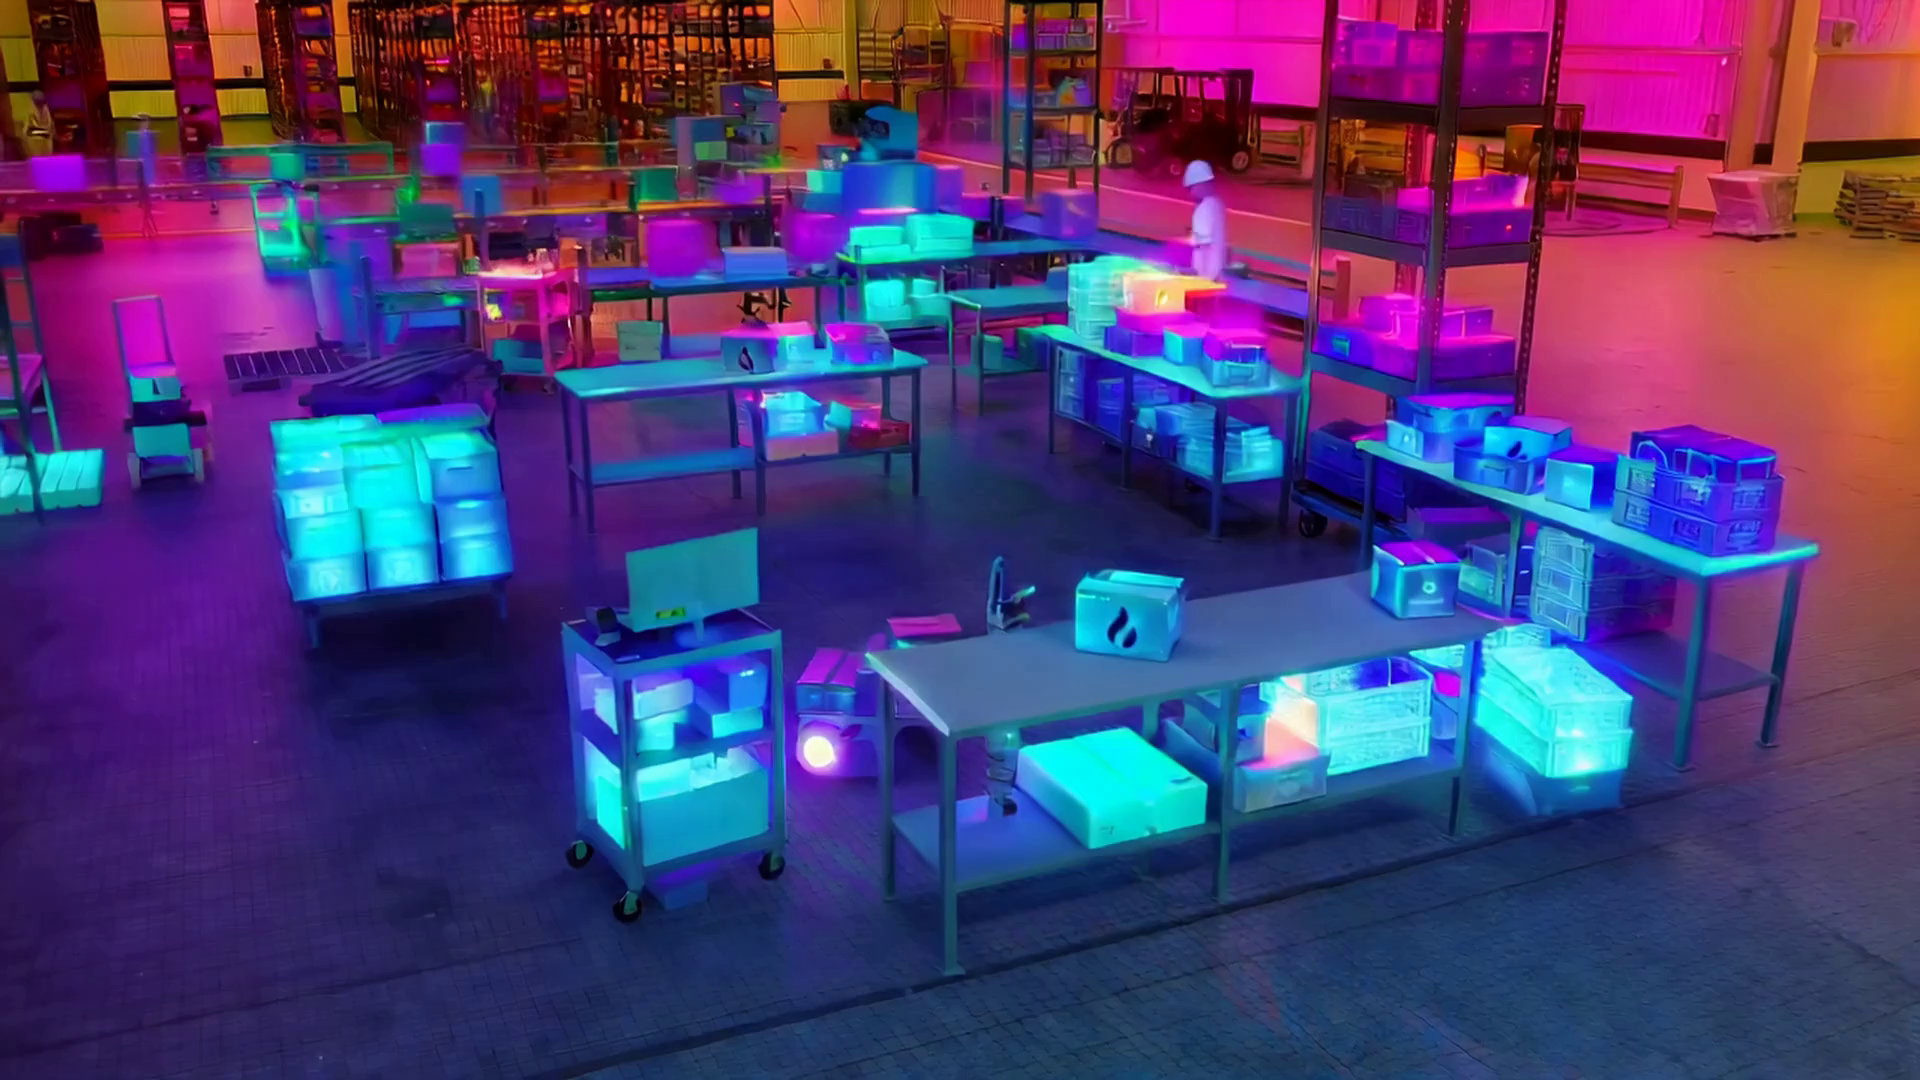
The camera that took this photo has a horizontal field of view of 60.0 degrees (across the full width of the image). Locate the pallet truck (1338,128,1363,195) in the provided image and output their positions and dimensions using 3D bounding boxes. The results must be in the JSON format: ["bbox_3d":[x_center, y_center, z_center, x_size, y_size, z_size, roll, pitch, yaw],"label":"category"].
[{"bbox_3d":[7.845,-7.140,31.411,1.522,1.261,0.704,-9,20,-25],"label":"pallet truck"}]

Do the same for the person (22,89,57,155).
[{"bbox_3d":[-18.359,-7.997,33.104,0.788,1.910,0.616,8,19,24],"label":"person"}]

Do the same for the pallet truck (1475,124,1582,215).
[{"bbox_3d":[9.707,-6.455,28.103,1.885,1.965,0.823,-7,19,-20],"label":"pallet truck"}]

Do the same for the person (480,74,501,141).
[{"bbox_3d":[-12.504,-11.637,44.777,0.964,1.793,0.620,1,18,2],"label":"person"}]

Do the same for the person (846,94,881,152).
[{"bbox_3d":[-1.881,-7.615,31.991,0.764,1.869,0.484,1,18,5],"label":"person"}]

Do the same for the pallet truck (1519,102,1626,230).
[{"bbox_3d":[9.972,-6.037,26.785,1.885,1.965,0.823,-9,20,-25],"label":"pallet truck"}]

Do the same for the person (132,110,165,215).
[{"bbox_3d":[-13.941,-6.471,28.529,0.312,1.767,0.533,-12,21,-34],"label":"person"}]

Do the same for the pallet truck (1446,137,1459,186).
[{"bbox_3d":[9.184,-6.485,29.328,1.630,1.274,0.653,-8,19,-23],"label":"pallet truck"}]

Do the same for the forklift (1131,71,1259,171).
[{"bbox_3d":[4.998,-8.936,35.413,2.680,1.987,1.157,-9,20,-25],"label":"forklift"}]

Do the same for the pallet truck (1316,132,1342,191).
[{"bbox_3d":[7.723,-7.504,32.656,1.601,1.201,0.680,-8,19,-23],"label":"pallet truck"}]

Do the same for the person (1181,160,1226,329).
[{"bbox_3d":[2.384,-2.640,16.060,0.530,2.015,0.622,6,19,18],"label":"person"}]

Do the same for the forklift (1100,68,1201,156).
[{"bbox_3d":[4.082,-9.564,37.410,2.680,1.987,1.157,-8,19,-23],"label":"forklift"}]
